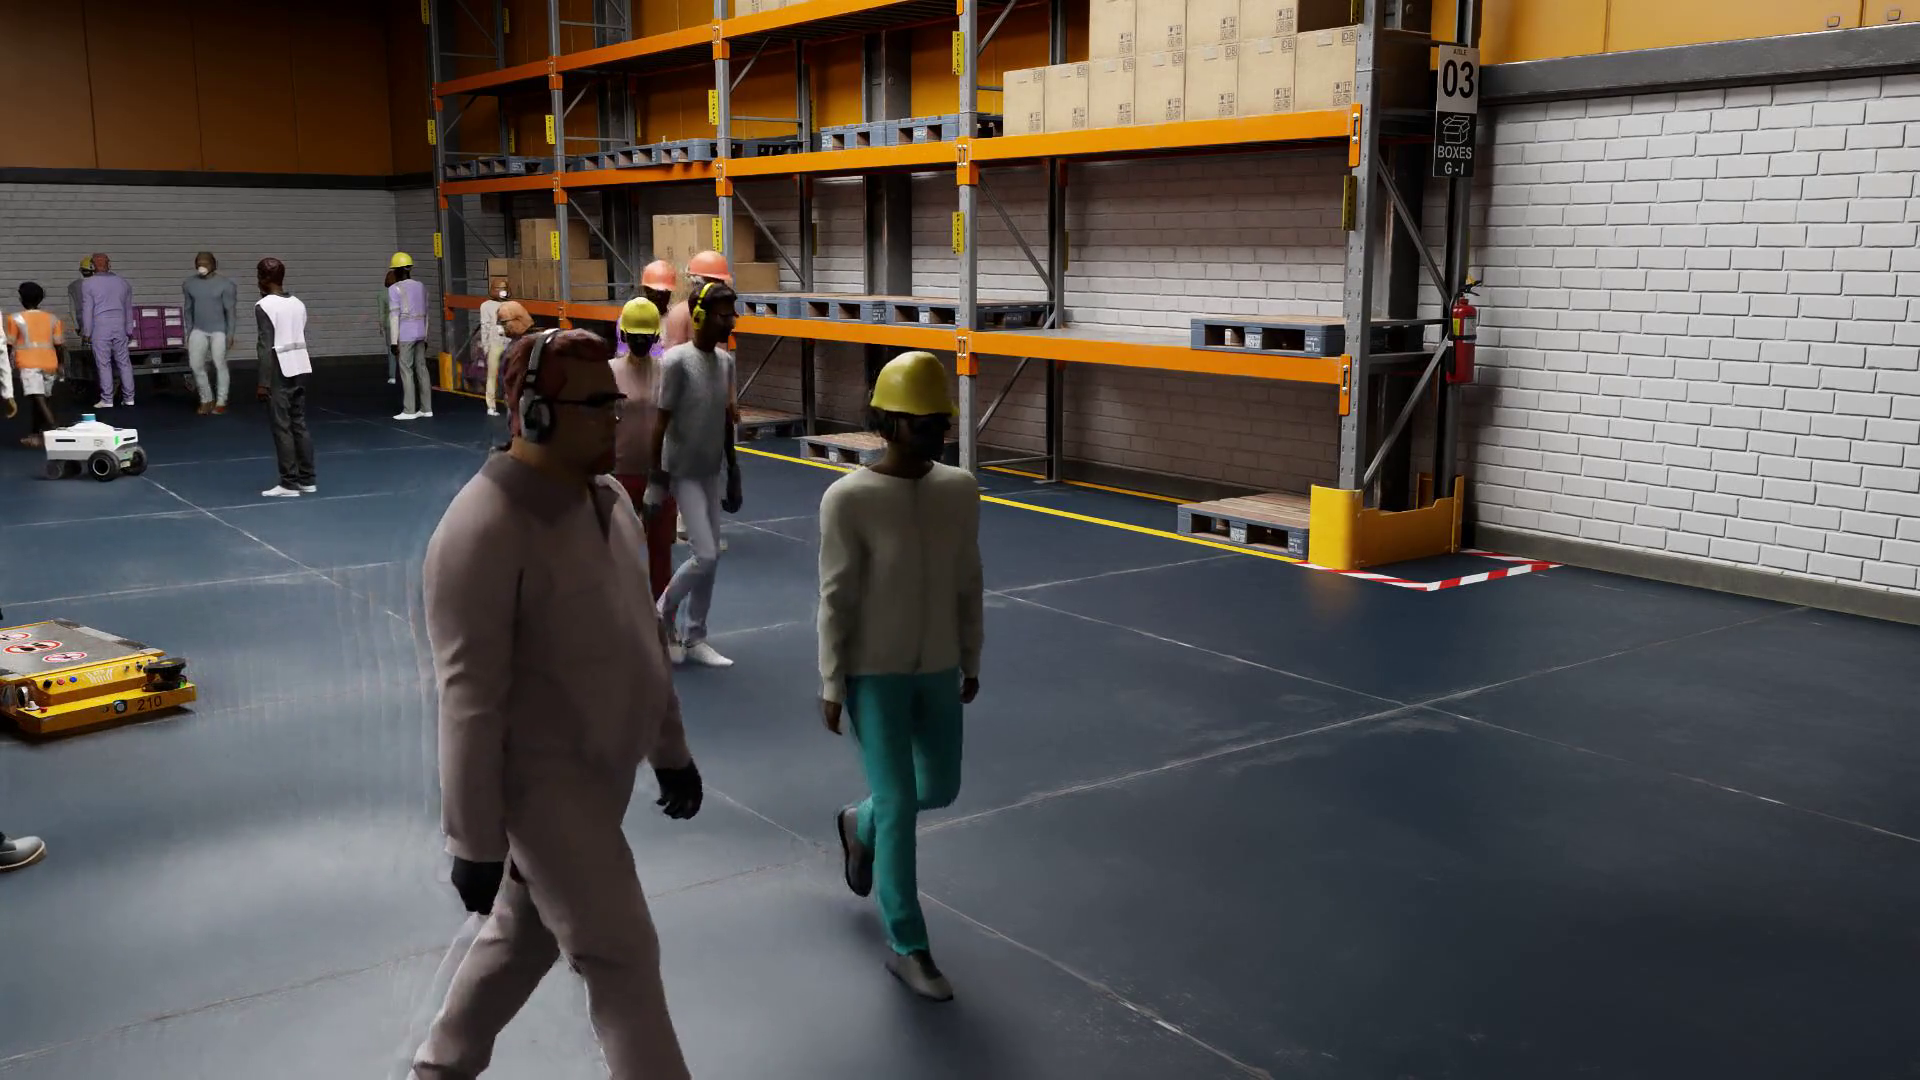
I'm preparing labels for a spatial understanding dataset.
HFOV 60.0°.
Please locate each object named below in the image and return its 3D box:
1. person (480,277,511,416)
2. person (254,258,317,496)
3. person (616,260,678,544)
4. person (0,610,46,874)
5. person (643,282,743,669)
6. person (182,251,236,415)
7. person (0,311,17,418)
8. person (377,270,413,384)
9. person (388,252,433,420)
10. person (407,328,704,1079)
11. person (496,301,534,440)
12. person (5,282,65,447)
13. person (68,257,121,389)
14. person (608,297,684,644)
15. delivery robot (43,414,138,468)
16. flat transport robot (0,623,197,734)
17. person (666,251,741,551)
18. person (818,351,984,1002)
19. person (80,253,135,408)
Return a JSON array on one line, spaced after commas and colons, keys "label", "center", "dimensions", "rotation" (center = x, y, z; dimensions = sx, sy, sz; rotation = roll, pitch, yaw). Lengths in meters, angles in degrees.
[{"label": "person", "center": [-5.411, -2.277, 19.620], "dimensions": [0.492, 1.625, 0.284], "rotation": [-10, 14, -43]}, {"label": "person", "center": [-5.420, -1.303, 13.367], "dimensions": [0.388, 1.910, 0.601], "rotation": [2, 10, 8]}, {"label": "person", "center": [-2.045, -0.935, 11.303], "dimensions": [0.544, 1.914, 0.512], "rotation": [-4, 11, -23]}, {"label": "person", "center": [-3.300, 0.098, 5.264], "dimensions": [0.610, 1.996, 0.384], "rotation": [3, 11, 18]}, {"label": "person", "center": [-1.241, -0.287, 7.840], "dimensions": [0.410, 1.845, 0.562], "rotation": [5, 11, 26]}, {"label": "person", "center": [-8.812, -2.413, 19.508], "dimensions": [0.642, 1.924, 0.571], "rotation": [0, 10, 0]}, {"label": "person", "center": [-7.059, -1.059, 11.737], "dimensions": [0.611, 2.008, 0.989], "rotation": [-9, 13, -41]}, {"label": "person", "center": [-8.137, -3.072, 24.033], "dimensions": [0.499, 1.634, 0.288], "rotation": [-5, 11, -26]}, {"label": "person", "center": [-6.357, -2.343, 19.163], "dimensions": [0.397, 1.918, 0.588], "rotation": [5, 11, 24]}, {"label": "person", "center": [-0.830, 0.492, 3.470], "dimensions": [0.987, 1.867, 0.664], "rotation": [2, 10, 11]}, {"label": "person", "center": [-3.119, -0.890, 11.850], "dimensions": [0.302, 1.620, 0.525], "rotation": [-5, 11, -26]}, {"label": "person", "center": [-9.016, -1.688, 16.244], "dimensions": [0.903, 1.651, 0.536], "rotation": [5, 11, 28]}, {"label": "person", "center": [-12.070, -3.021, 23.196], "dimensions": [0.590, 1.833, 0.404], "rotation": [0, 10, -1]}, {"label": "person", "center": [-1.594, -0.329, 8.329], "dimensions": [0.523, 1.759, 0.332], "rotation": [-5, 11, -24]}, {"label": "delivery robot", "center": [-7.482, -0.844, 14.313], "dimensions": [0.707, 0.478, 0.477], "rotation": [1, 10, 5]}, {"label": "flat transport robot", "center": [-4.074, 0.579, 7.404], "dimensions": [1.431, 0.197, 0.652], "rotation": [8, 13, 38]}, {"label": "person", "center": [-1.651, -0.909, 10.972], "dimensions": [0.655, 1.968, 0.633], "rotation": [4, 11, 20]}, {"label": "person", "center": [-0.193, 0.337, 4.644], "dimensions": [0.535, 1.747, 0.686], "rotation": [-8, 13, -36]}, {"label": "person", "center": [-10.509, -2.572, 20.477], "dimensions": [0.401, 1.904, 0.649], "rotation": [6, 12, 31]}]
